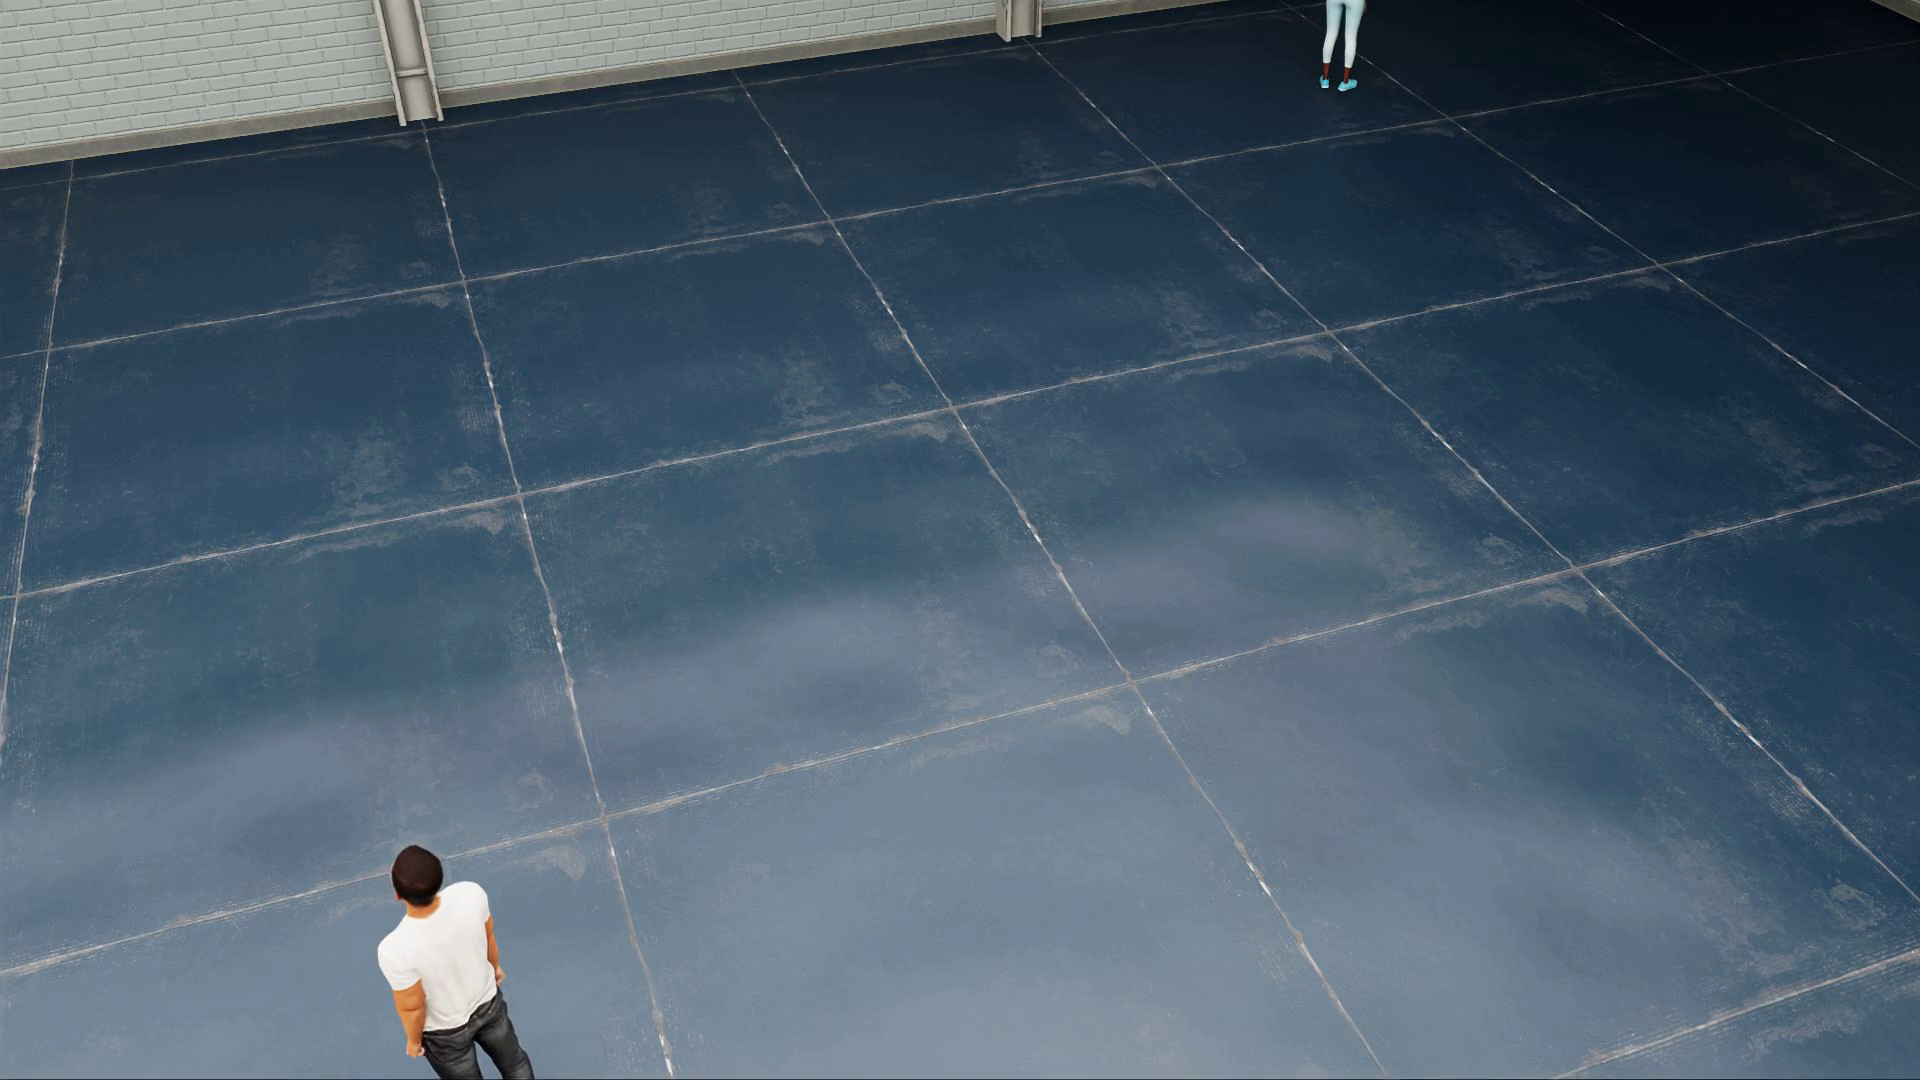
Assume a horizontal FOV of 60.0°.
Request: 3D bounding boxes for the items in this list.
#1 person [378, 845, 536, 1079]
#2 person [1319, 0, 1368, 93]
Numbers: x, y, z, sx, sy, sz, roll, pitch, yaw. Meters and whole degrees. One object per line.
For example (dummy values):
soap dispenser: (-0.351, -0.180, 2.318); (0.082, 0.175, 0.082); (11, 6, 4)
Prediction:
person: (-1.992, 1.860, 6.621); (0.780, 1.804, 0.674); (24, 44, 28)
person: (3.611, -5.075, 15.549); (0.651, 1.724, 0.711); (16, 41, 20)
